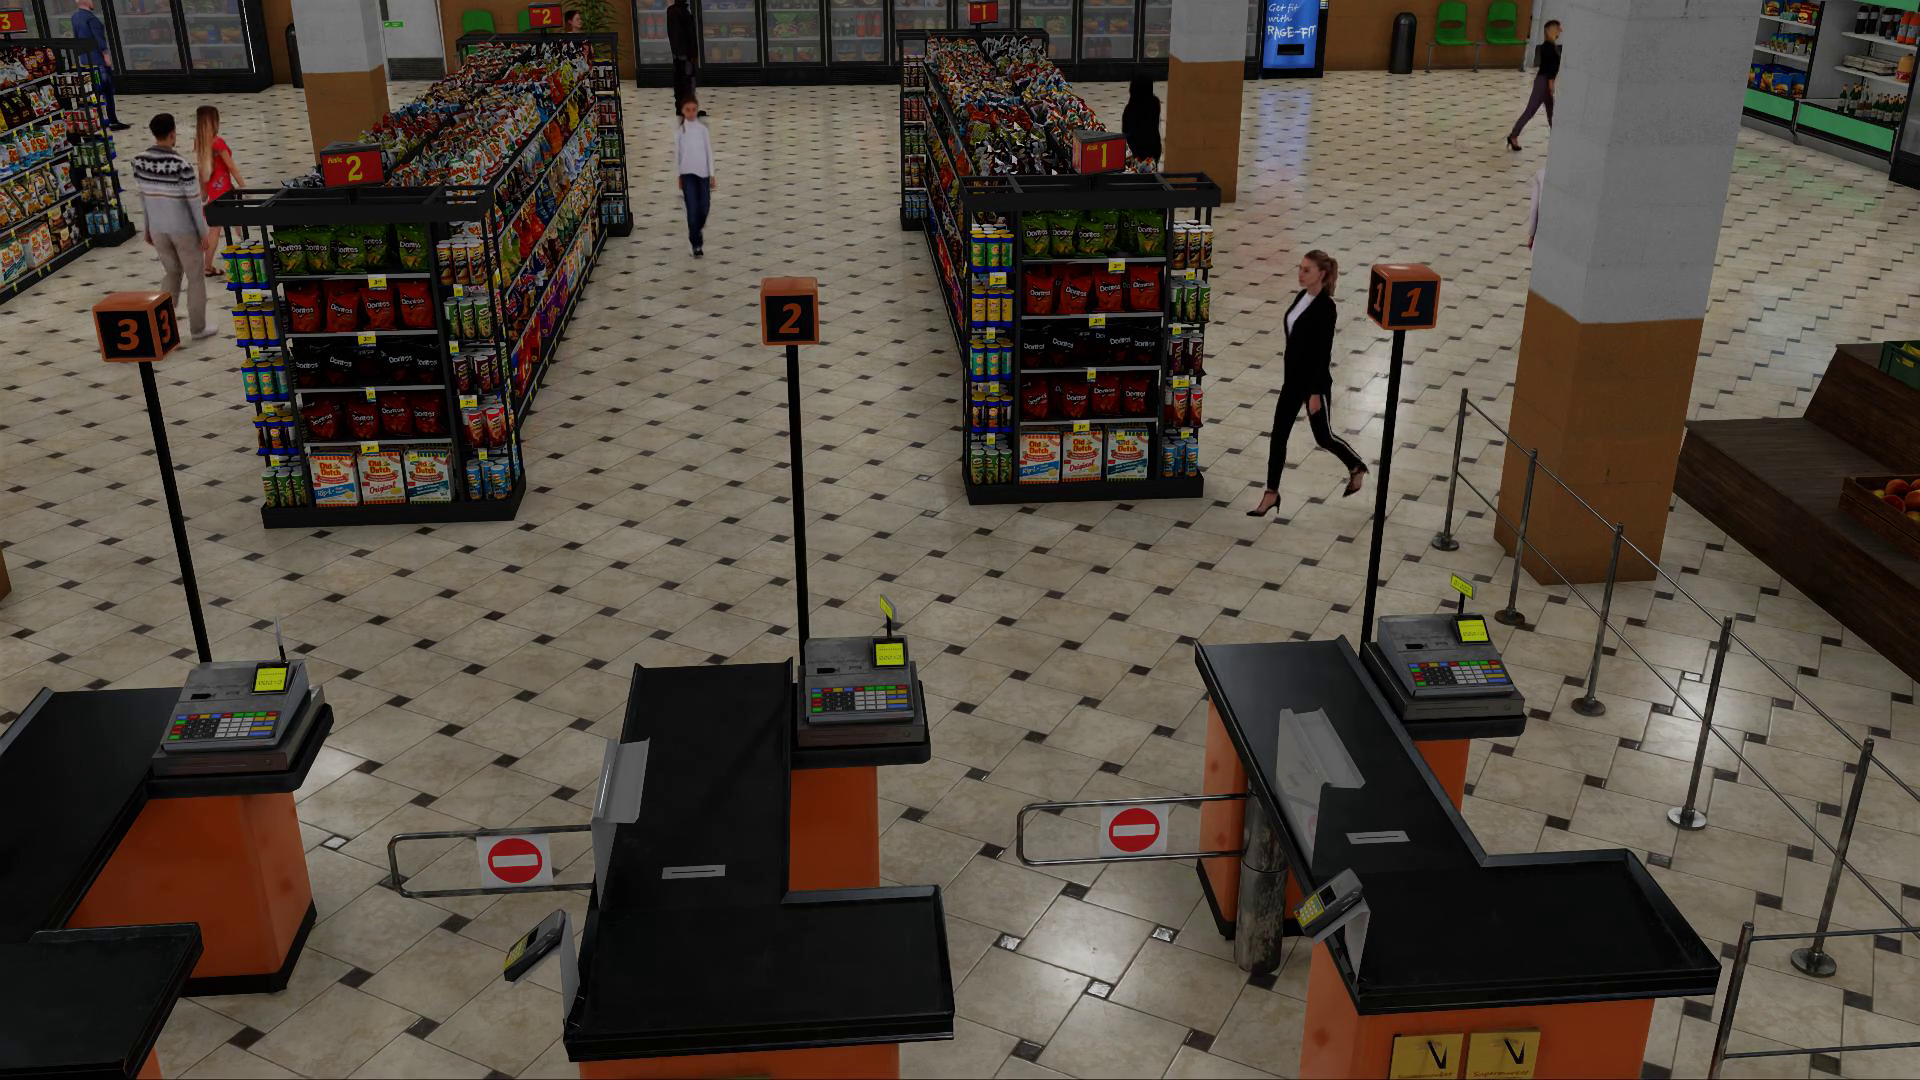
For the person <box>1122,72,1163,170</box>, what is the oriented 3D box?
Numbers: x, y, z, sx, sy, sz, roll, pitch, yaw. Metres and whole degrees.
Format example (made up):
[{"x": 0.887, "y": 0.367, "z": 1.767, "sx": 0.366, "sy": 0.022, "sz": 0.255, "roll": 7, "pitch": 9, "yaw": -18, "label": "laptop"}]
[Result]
[{"x": 1.964, "y": -4.071, "z": 17.463, "sx": 0.895, "sy": 1.593, "sz": 0.999, "roll": -17, "pitch": 29, "yaw": -34, "label": "person"}]

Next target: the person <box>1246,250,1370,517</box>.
[{"x": 2.211, "y": -0.927, "z": 10.184, "sx": 0.879, "sy": 1.668, "sz": 1.110, "roll": -9, "pitch": 25, "yaw": -19, "label": "person"}]

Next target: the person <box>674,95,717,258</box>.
[{"x": -2.634, "y": -3.623, "z": 16.520, "sx": 0.665, "sy": 1.528, "sz": 1.070, "roll": -7, "pitch": 25, "yaw": -16, "label": "person"}]

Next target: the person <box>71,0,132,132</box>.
[{"x": -11.905, "y": -6.588, "z": 22.925, "sx": 0.803, "sy": 1.825, "sz": 0.797, "roll": 12, "pitch": 26, "yaw": 25, "label": "person"}]

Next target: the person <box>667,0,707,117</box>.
[{"x": -4.011, "y": -7.065, "z": 24.016, "sx": 0.774, "sy": 1.825, "sz": 0.853, "roll": 22, "pitch": 32, "yaw": 40, "label": "person"}]

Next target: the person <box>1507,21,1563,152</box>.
[{"x": 7.371, "y": -5.770, "z": 21.304, "sx": 0.949, "sy": 1.626, "sz": 1.069, "roll": 8, "pitch": 25, "yaw": 18, "label": "person"}]

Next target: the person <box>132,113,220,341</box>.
[{"x": -6.481, "y": -2.519, "z": 13.611, "sx": 0.783, "sy": 1.838, "sz": 0.784, "roll": 3, "pitch": 24, "yaw": 8, "label": "person"}]

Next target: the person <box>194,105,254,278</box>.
[{"x": -7.017, "y": -3.225, "z": 15.582, "sx": 1.006, "sy": 1.551, "sz": 1.097, "roll": 17, "pitch": 29, "yaw": 33, "label": "person"}]
